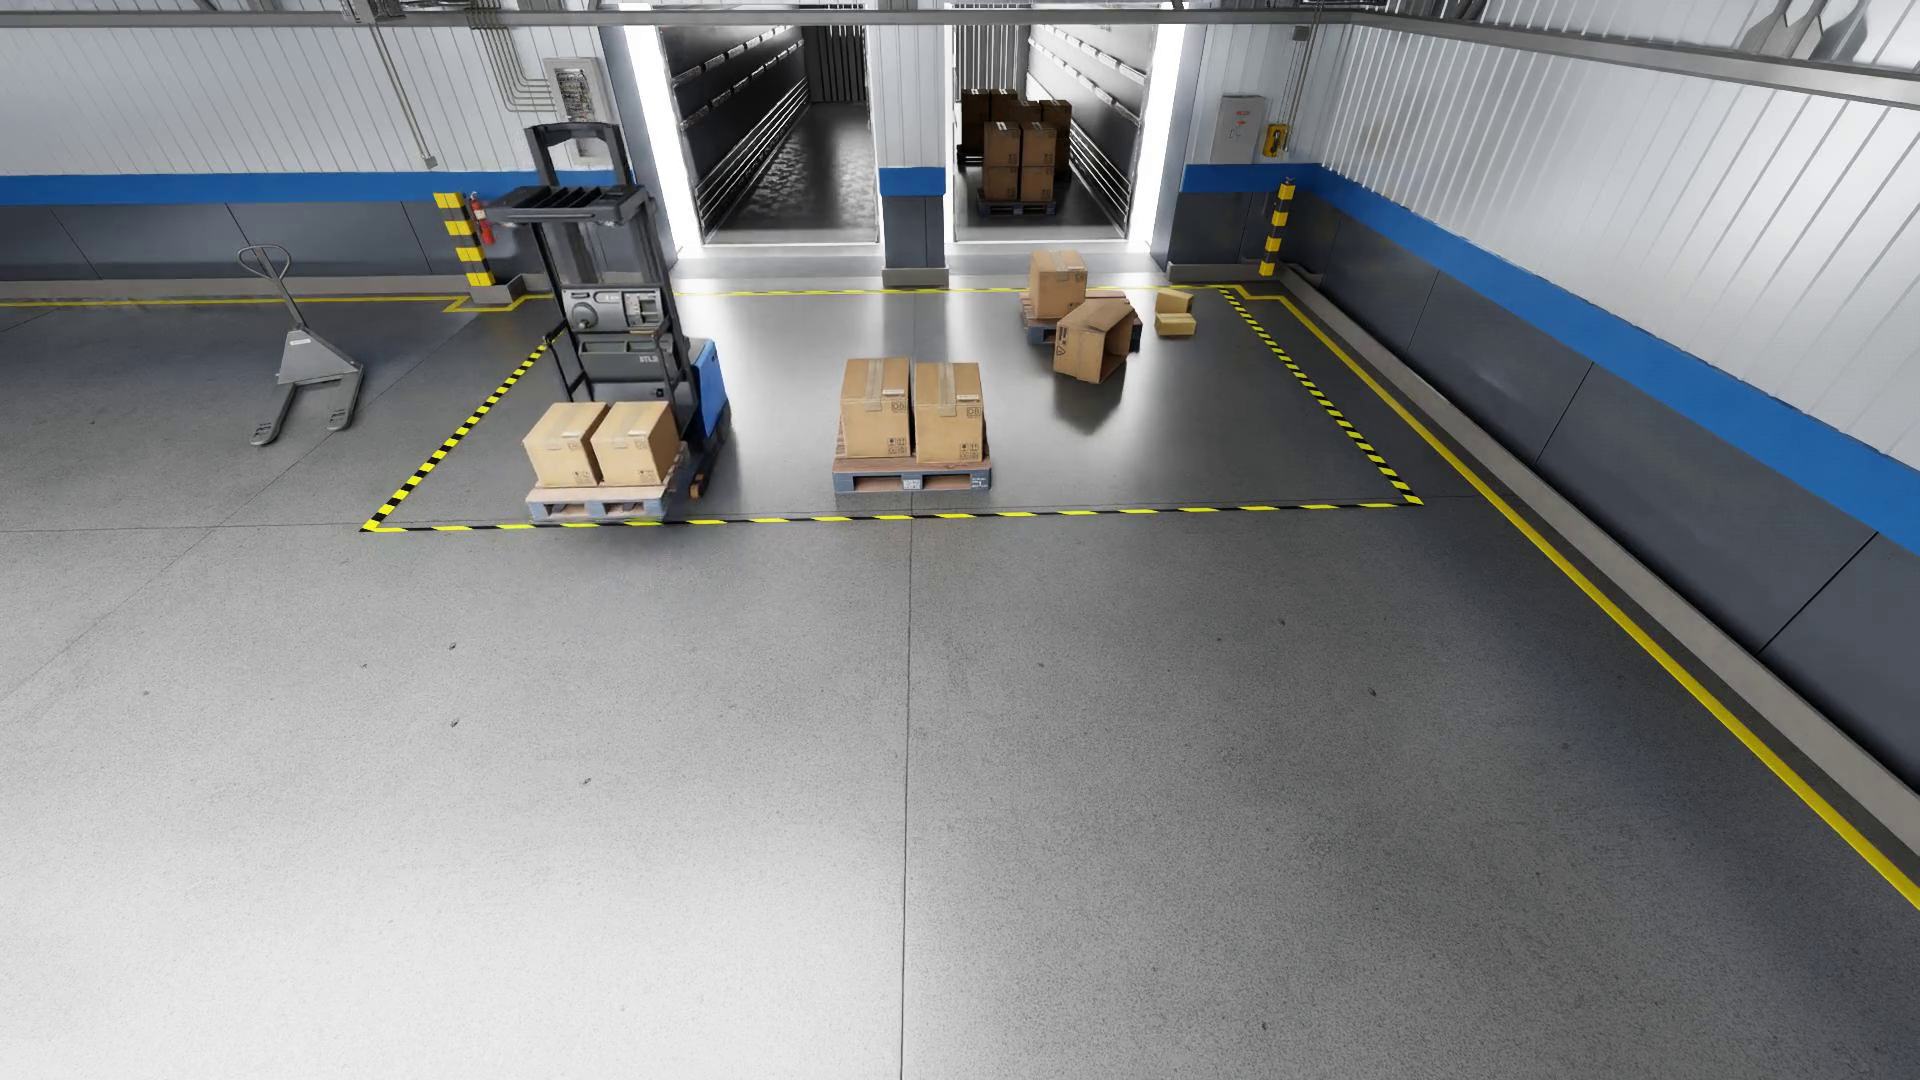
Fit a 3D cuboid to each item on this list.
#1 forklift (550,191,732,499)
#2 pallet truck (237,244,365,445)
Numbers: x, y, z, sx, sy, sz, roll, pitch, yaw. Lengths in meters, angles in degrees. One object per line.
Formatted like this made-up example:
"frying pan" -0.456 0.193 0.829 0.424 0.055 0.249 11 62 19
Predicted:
"forklift" -2.361 -1.597 5.550 0.716 2.013 0.776 -1 38 -2
"pallet truck" -5.915 -1.733 6.366 0.680 1.201 1.601 -18 42 -21
